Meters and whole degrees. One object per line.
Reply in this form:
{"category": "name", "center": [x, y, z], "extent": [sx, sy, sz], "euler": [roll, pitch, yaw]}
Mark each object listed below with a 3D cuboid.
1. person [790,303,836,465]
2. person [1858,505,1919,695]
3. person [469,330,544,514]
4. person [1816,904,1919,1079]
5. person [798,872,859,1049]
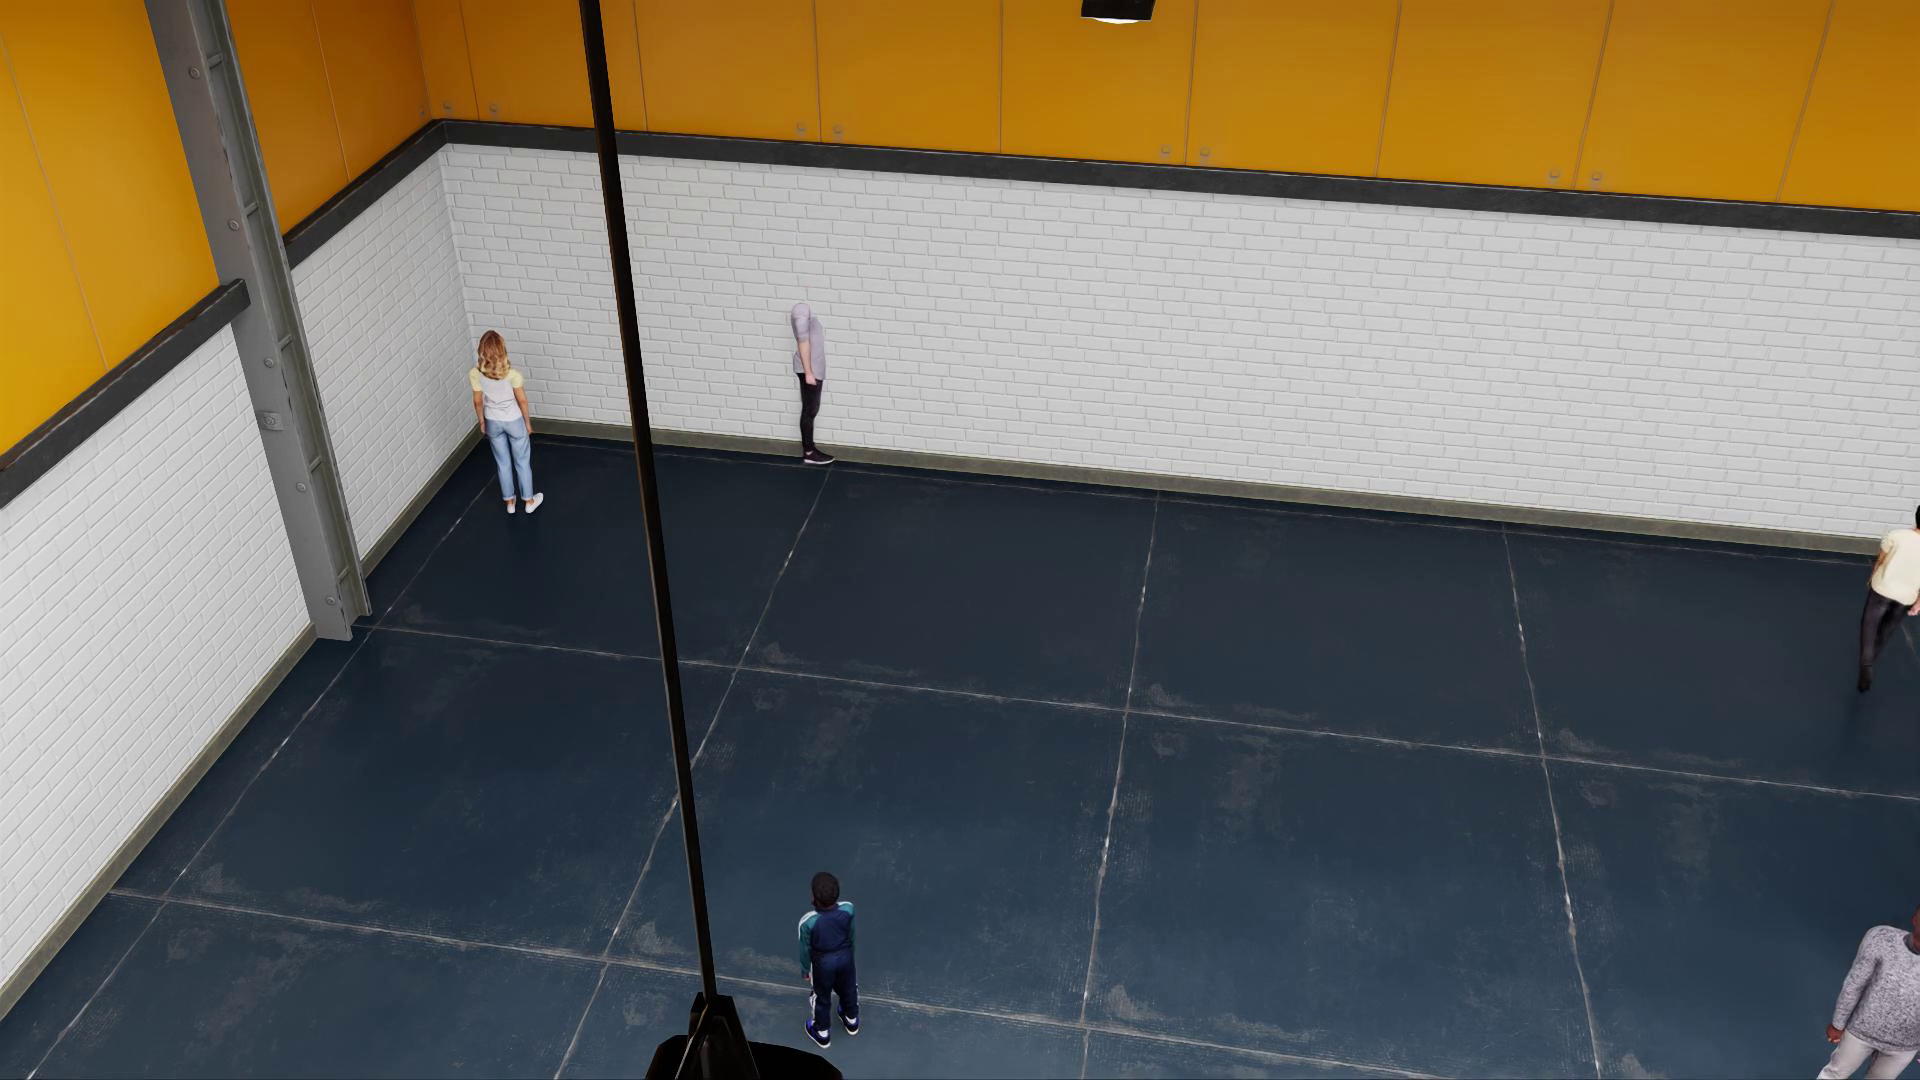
{"category": "person", "center": [-1.357, -1.587, 15.036], "extent": [0.751, 1.835, 0.565], "euler": [2, 34, 2]}
{"category": "person", "center": [6.876, 0.433, 12.244], "extent": [0.757, 1.562, 1.036], "euler": [14, 36, 20]}
{"category": "person", "center": [-3.893, -1.000, 14.255], "extent": [0.658, 1.723, 0.592], "euler": [1, 34, 1]}
{"category": "person", "center": [4.874, 2.571, 8.777], "extent": [0.707, 1.839, 0.586], "euler": [10, 35, 14]}
{"category": "person", "center": [-0.751, 2.402, 9.560], "extent": [0.570, 1.254, 0.618], "euler": [-18, 37, -24]}
